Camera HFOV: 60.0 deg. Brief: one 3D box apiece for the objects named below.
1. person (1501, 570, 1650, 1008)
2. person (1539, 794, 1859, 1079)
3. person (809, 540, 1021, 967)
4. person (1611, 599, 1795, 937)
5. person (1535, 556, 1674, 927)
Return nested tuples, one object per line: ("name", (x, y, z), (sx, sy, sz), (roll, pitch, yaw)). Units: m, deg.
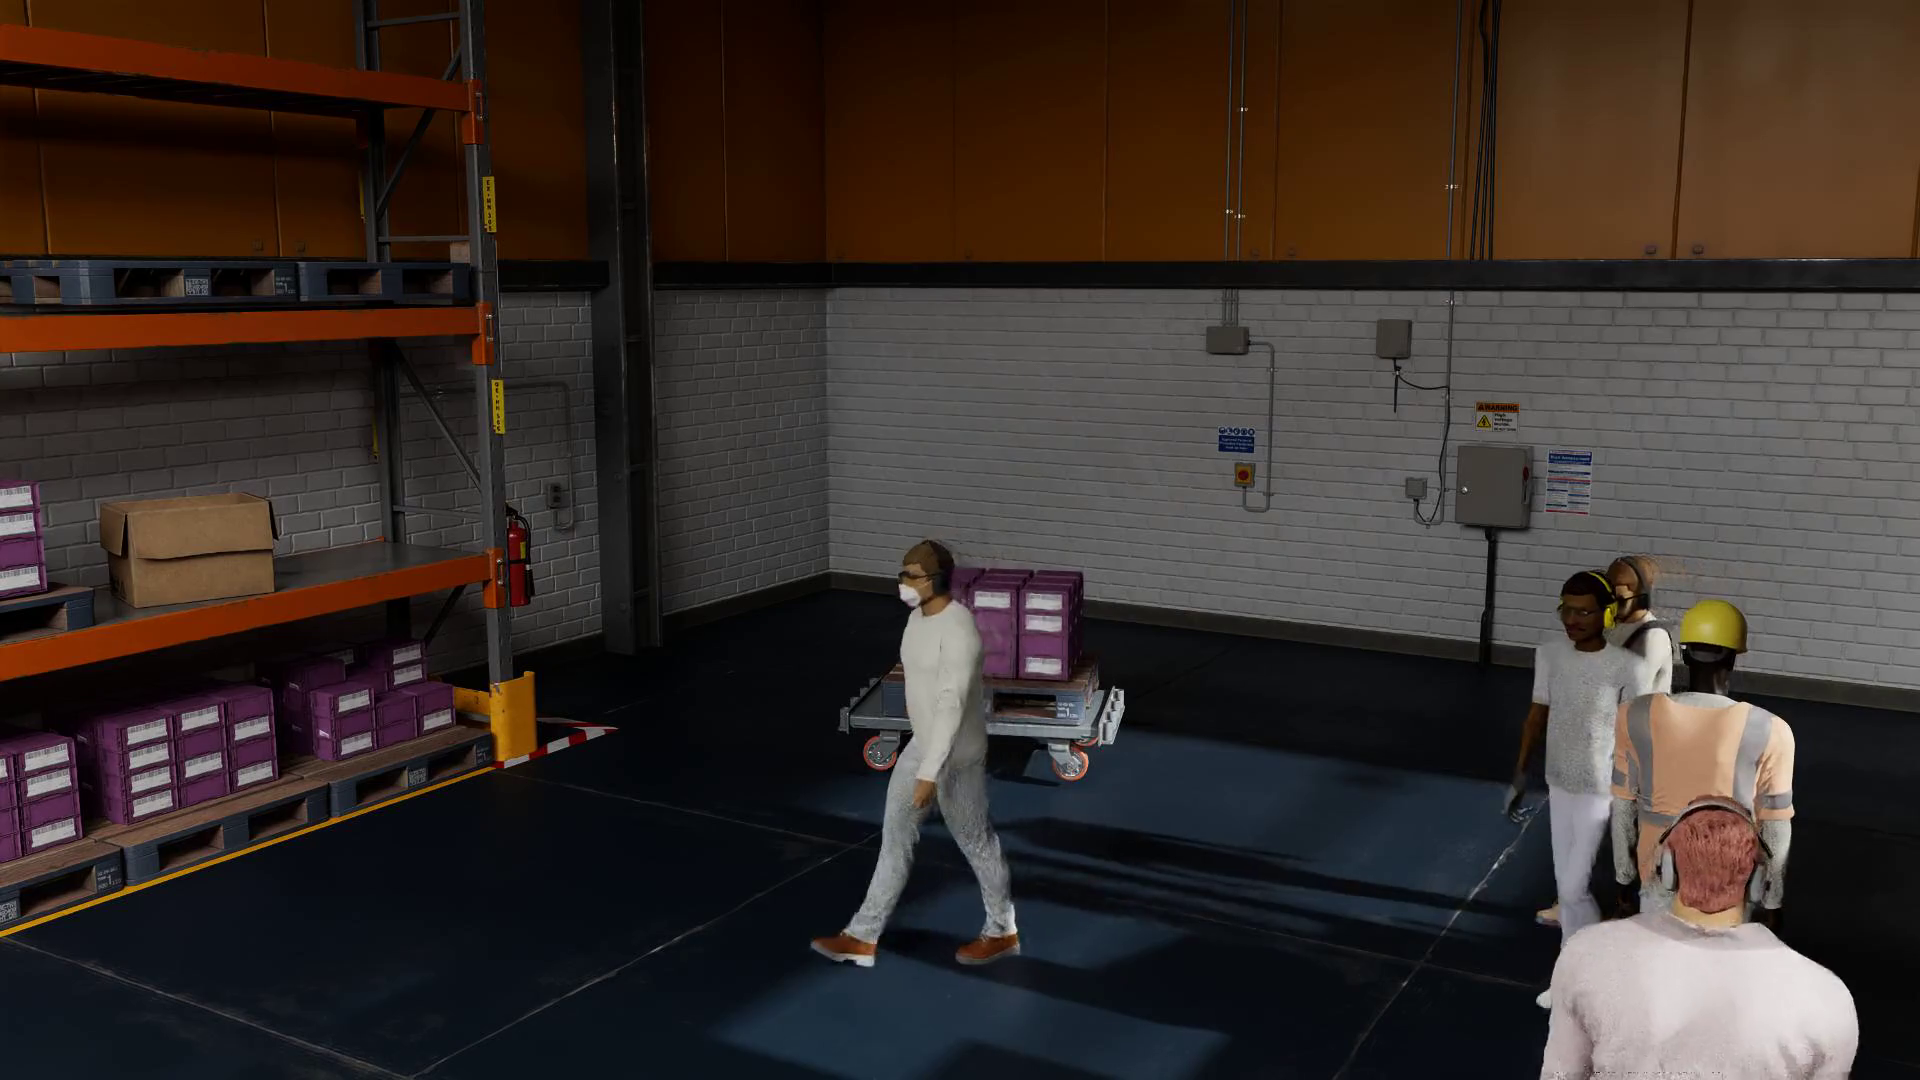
("person", (2.501, 1.033, 6.777), (0.461, 1.853, 0.534), (-5, 11, -31))
("person", (1.640, 1.503, 3.791), (0.656, 1.869, 0.960), (5, 10, 28))
("person", (-0.171, 0.949, 7.160), (0.989, 1.890, 0.644), (-4, 10, -26))
("person", (2.558, 1.157, 5.775), (0.585, 1.920, 0.373), (6, 11, 34))
("person", (2.894, 0.949, 7.442), (0.636, 1.804, 0.559), (0, 9, -2))
